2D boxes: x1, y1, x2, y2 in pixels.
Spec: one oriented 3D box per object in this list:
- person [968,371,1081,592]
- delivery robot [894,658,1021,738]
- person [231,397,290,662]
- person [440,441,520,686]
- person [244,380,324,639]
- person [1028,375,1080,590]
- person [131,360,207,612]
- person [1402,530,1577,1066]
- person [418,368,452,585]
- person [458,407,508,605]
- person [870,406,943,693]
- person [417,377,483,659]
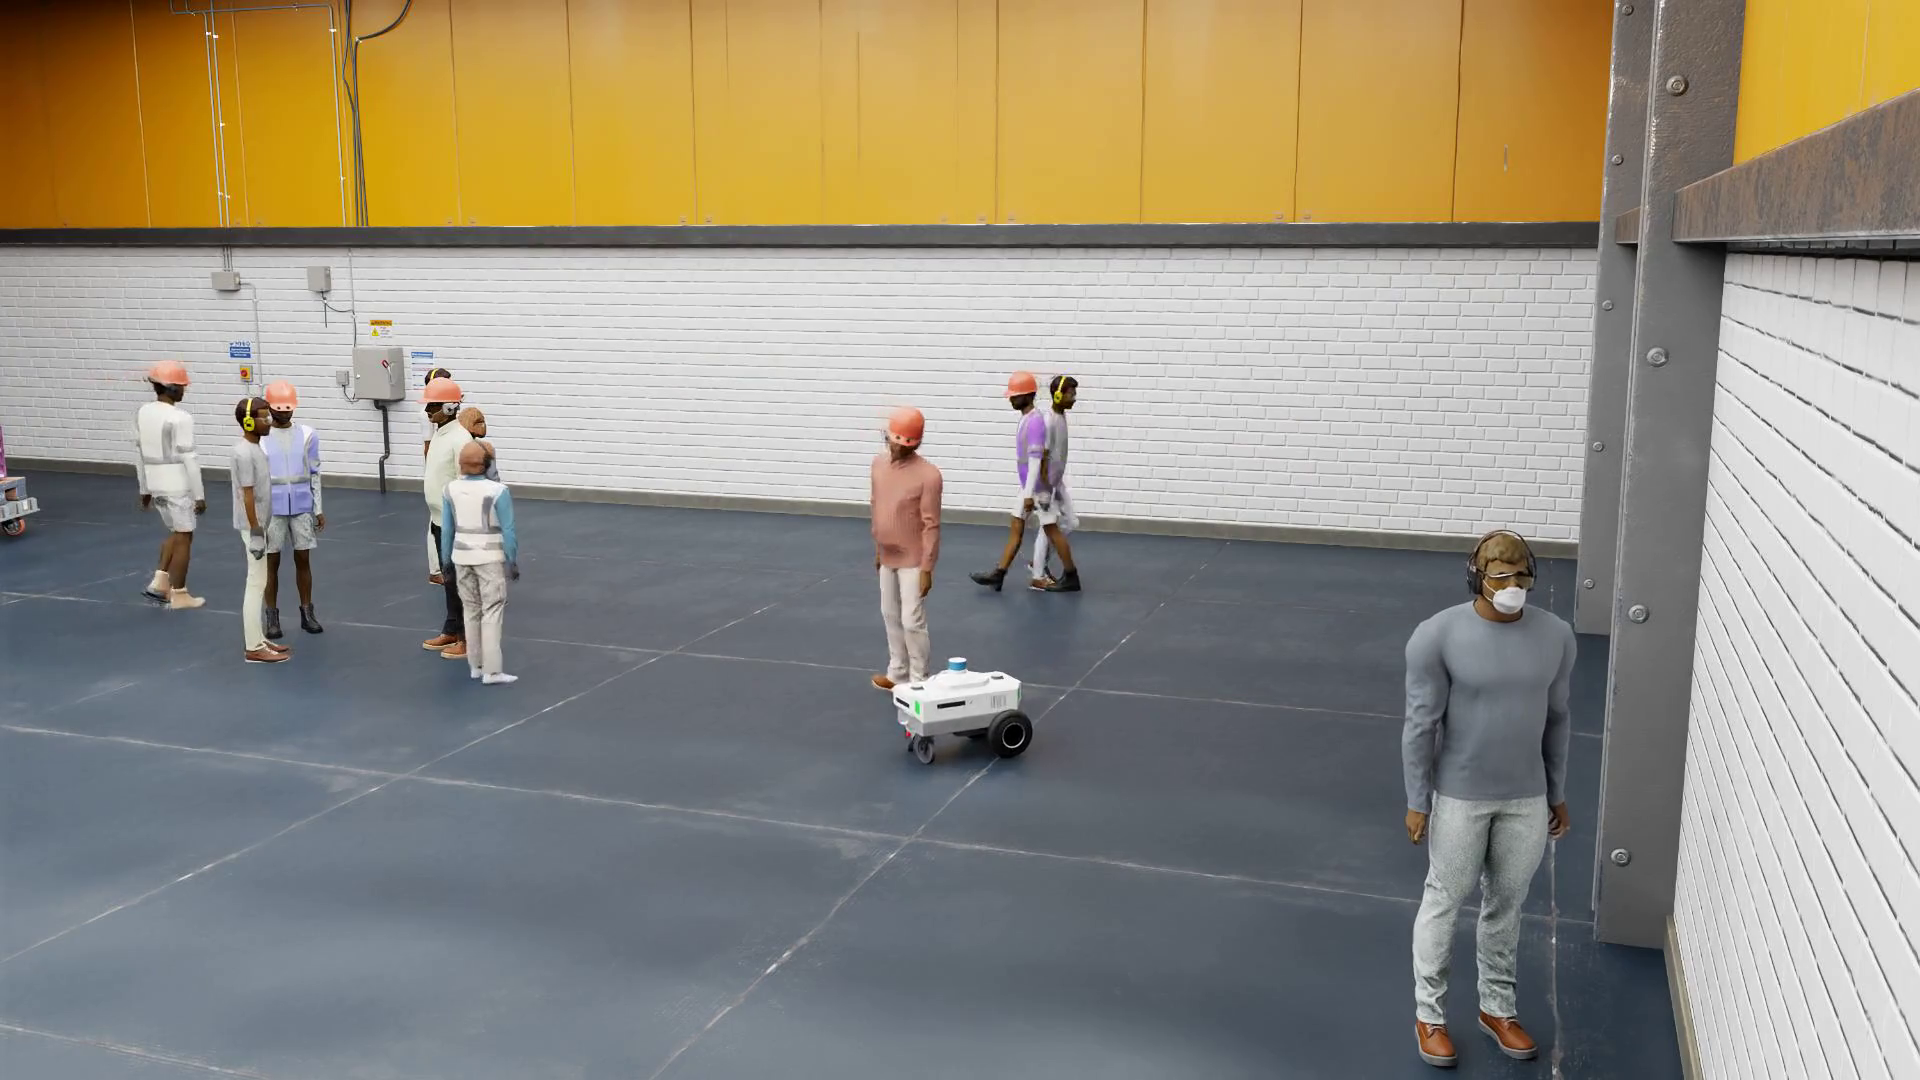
[{"bbox_3d":[0.580,-0.475,13.956,0.971,1.874,0.559,-2,10,-9],"label":"person"},{"bbox_3d":[-0.016,0.921,9.555,0.707,0.478,0.477,-5,11,-27],"label":"delivery robot"},{"bbox_3d":[-4.948,-0.074,11.720,0.310,1.868,0.533,-4,11,-20],"label":"person"},{"bbox_3d":[-3.221,0.164,11.146,0.537,1.619,0.454,3,11,16],"label":"person"},{"bbox_3d":[-5.038,-0.233,12.449,0.542,1.929,0.368,-7,12,-34],"label":"person"},{"bbox_3d":[0.793,-0.471,13.998,0.423,1.843,0.577,4,11,21],"label":"person"},{"bbox_3d":[-6.258,-0.427,13.272,0.636,2.019,0.429,5,11,26],"label":"person"},{"bbox_3d":[1.887,0.915,5.953,0.638,1.938,0.356,-2,10,-10],"label":"person"},{"bbox_3d":[-4.464,-0.546,14.391,0.328,1.867,0.514,1,10,4],"label":"person"},{"bbox_3d":[-3.923,-0.257,13.411,0.506,1.632,0.268,3,11,18],"label":"person"},{"bbox_3d":[-0.405,0.107,10.527,0.453,1.951,0.811,-8,13,-38],"label":"person"},{"bbox_3d":[-3.633,-0.162,11.861,0.377,1.995,0.612,-8,13,-37],"label":"person"}]
